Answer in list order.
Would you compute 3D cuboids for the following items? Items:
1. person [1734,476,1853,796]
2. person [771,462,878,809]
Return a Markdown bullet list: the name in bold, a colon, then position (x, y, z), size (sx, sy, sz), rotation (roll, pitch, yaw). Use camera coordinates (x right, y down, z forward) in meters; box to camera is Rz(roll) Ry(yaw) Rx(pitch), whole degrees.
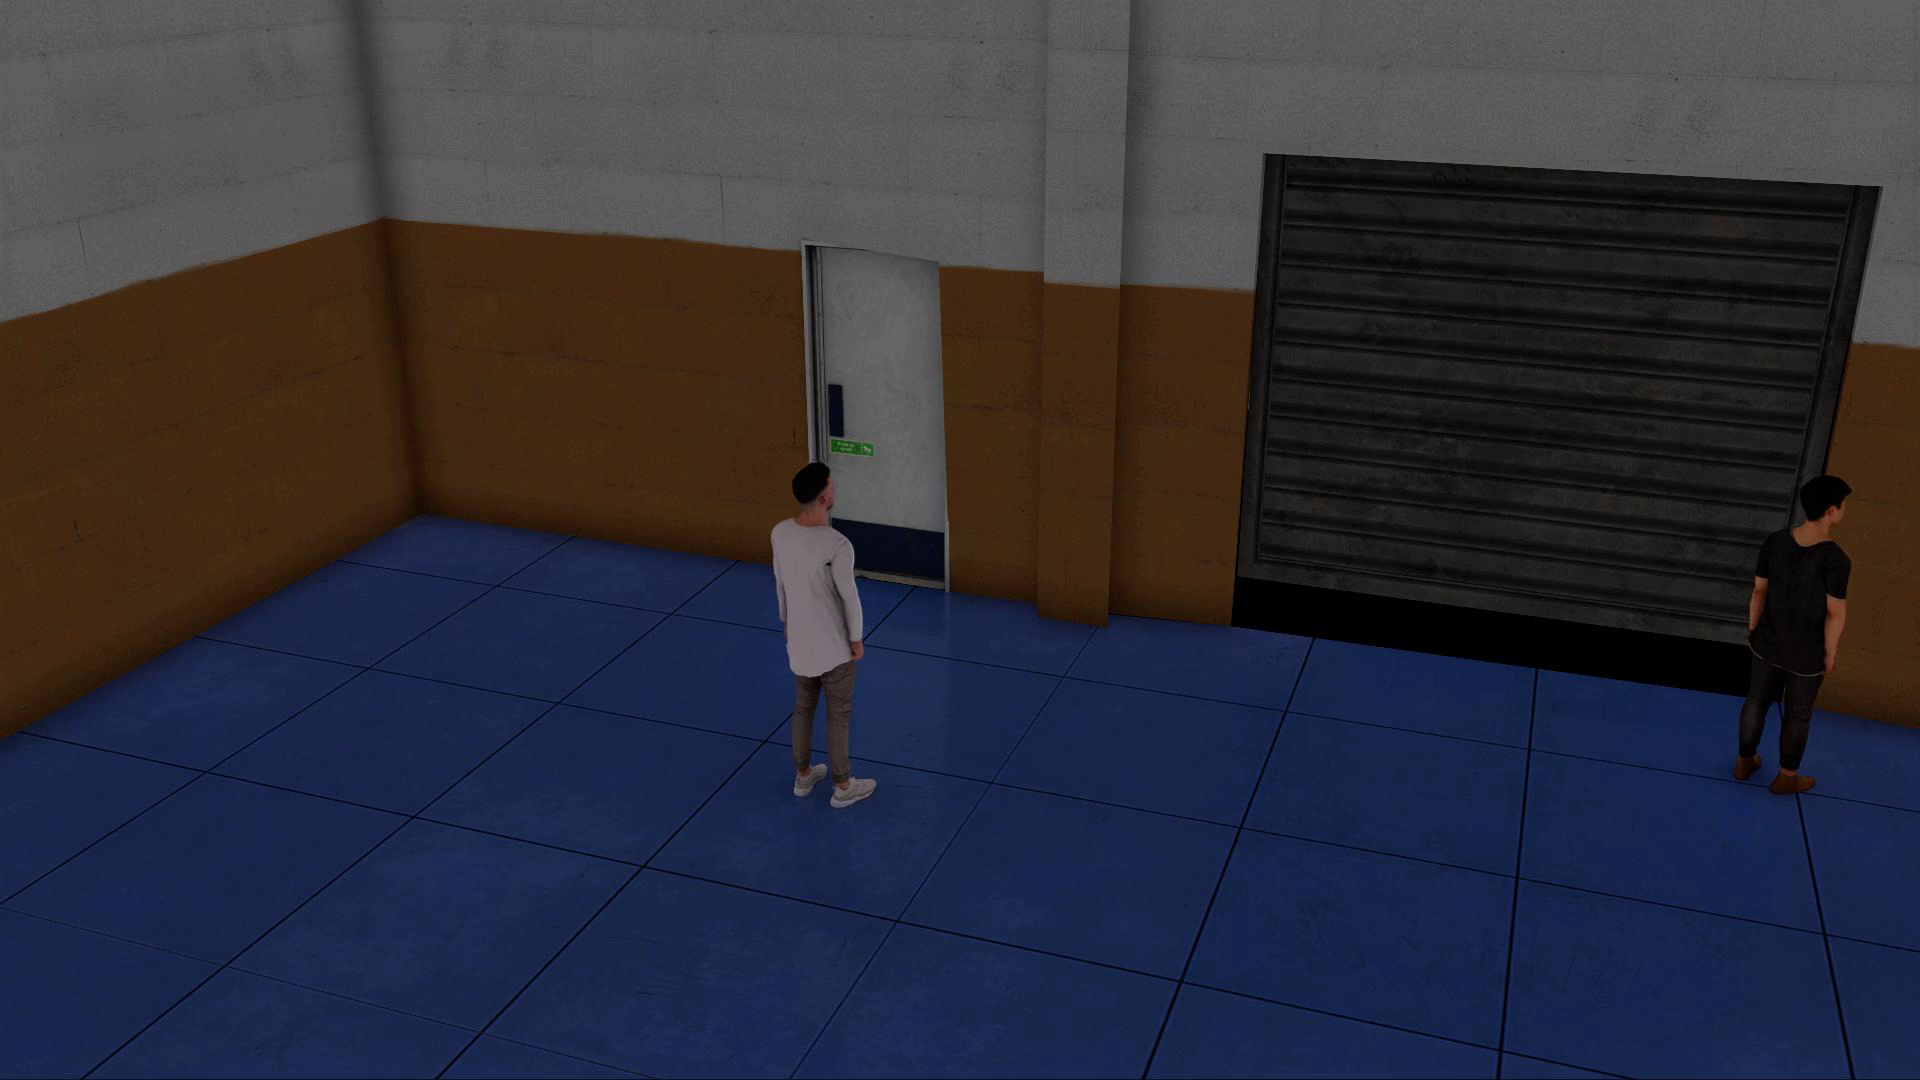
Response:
- **person**: position (4.255, 0.491, 8.501), size (0.771, 1.713, 0.678), rotation (-15, 26, -32)
- **person**: position (-0.702, 0.472, 8.377), size (0.590, 1.841, 0.780), rotation (14, 26, 31)
